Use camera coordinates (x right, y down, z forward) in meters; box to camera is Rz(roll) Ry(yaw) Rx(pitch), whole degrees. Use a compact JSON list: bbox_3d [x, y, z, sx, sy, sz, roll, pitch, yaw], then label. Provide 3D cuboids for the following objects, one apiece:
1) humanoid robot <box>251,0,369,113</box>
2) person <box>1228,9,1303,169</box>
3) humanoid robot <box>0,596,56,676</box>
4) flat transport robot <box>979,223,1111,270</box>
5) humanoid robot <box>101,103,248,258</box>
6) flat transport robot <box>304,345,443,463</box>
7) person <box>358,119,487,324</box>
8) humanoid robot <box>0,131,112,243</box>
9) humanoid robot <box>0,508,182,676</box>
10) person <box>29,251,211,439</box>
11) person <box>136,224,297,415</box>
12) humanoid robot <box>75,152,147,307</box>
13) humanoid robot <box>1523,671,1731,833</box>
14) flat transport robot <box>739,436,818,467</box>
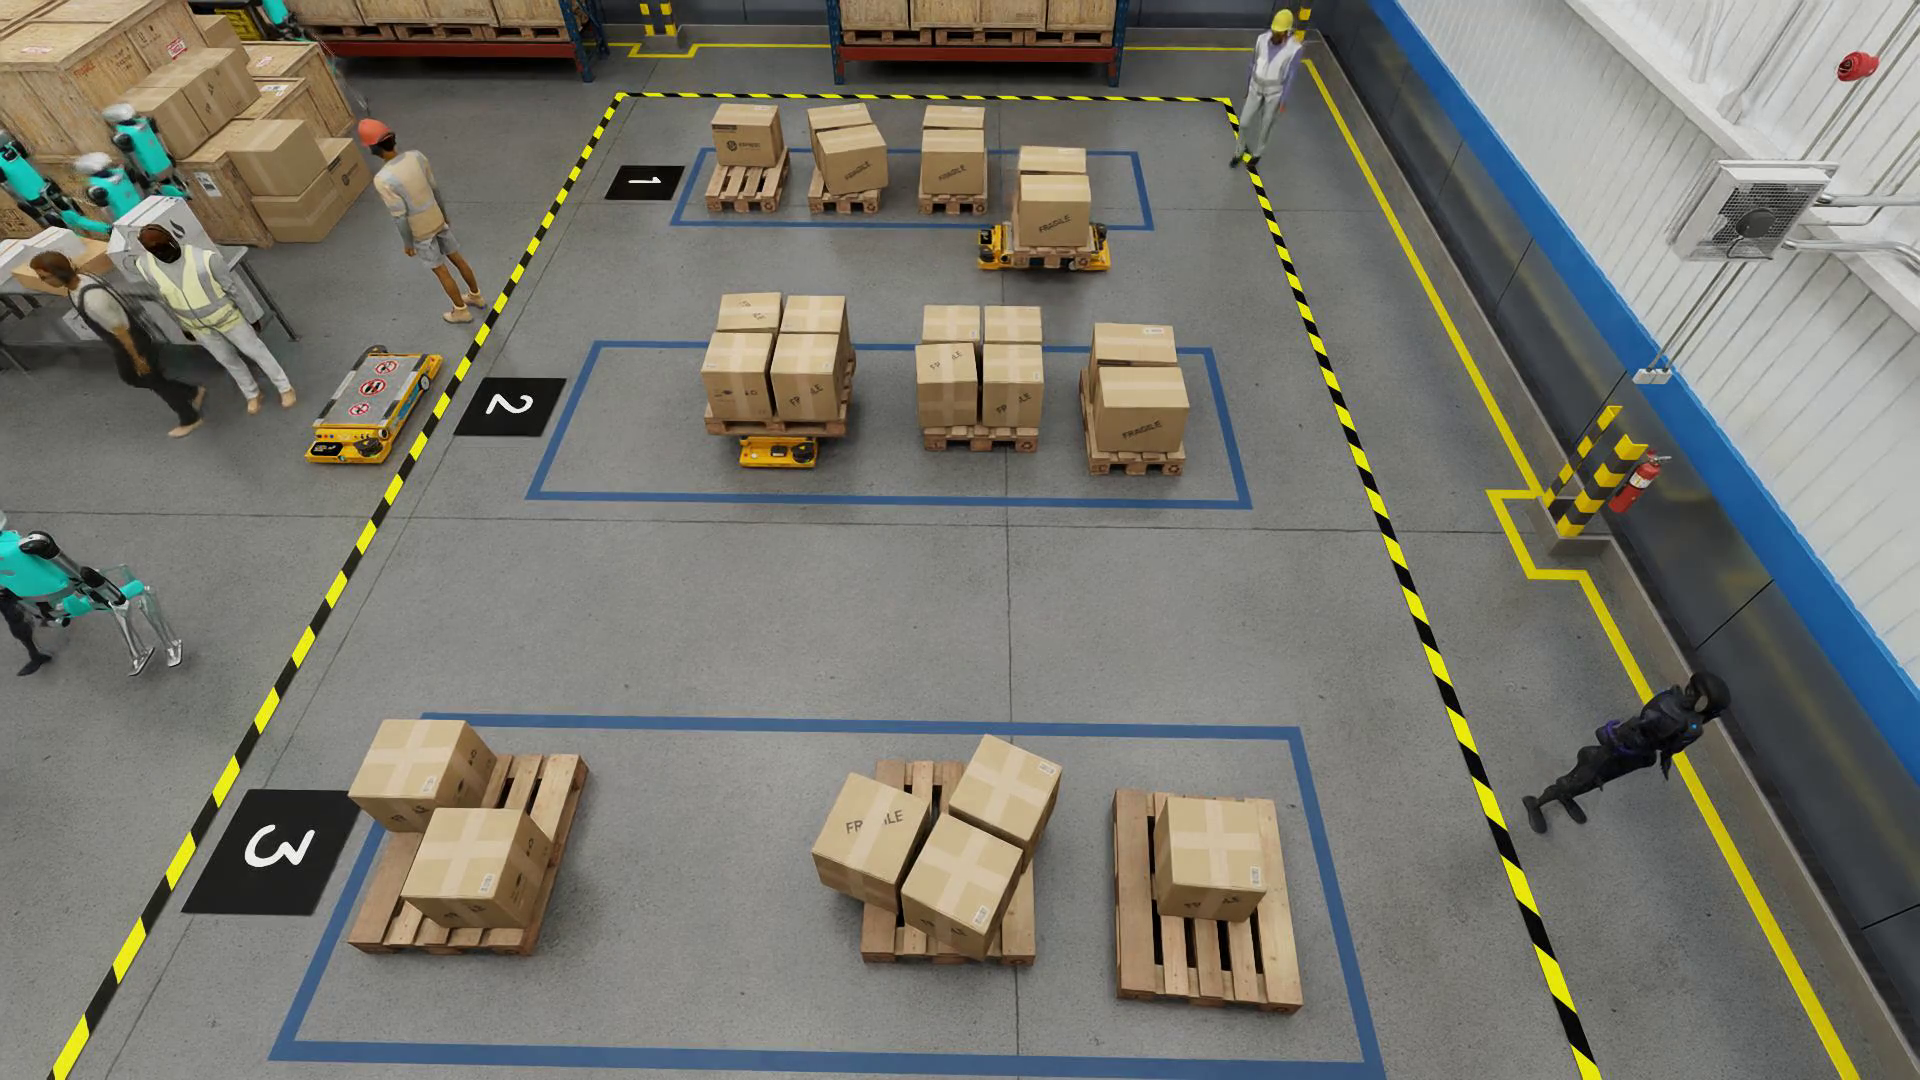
[{"bbox_3d":[-8.307,-6.394,11.841,0.889,1.808,0.546,0,50,0],"label":"humanoid robot"},{"bbox_3d":[3.590,-5.249,10.794,0.596,1.808,0.624,26,55,20],"label":"person"},{"bbox_3d":[-6.861,0.243,6.265,0.615,1.616,0.784,-6,50,-5],"label":"humanoid robot"},{"bbox_3d":[0.925,-3.248,10.097,1.431,0.197,0.652,1,50,1],"label":"flat transport robot"},{"bbox_3d":[-8.370,-3.593,9.476,1.011,1.769,0.544,0,50,0],"label":"humanoid robot"},{"bbox_3d":[-5.383,-1.269,8.441,0.659,0.231,1.431,1,50,1],"label":"flat transport robot"},{"bbox_3d":[-5.127,-2.998,8.750,0.386,2.034,0.604,13,51,11],"label":"person"},{"bbox_3d":[-8.771,-3.183,9.093,0.909,1.758,0.543,-7,50,-6],"label":"humanoid robot"},{"bbox_3d":[-5.834,0.260,6.100,0.533,1.672,0.735,-11,51,-9],"label":"humanoid robot"},{"bbox_3d":[-7.024,-1.627,7.719,0.535,1.833,0.436,34,58,25],"label":"person"},{"bbox_3d":[-6.443,-1.899,7.953,0.630,1.834,0.429,-12,51,-10],"label":"person"},{"bbox_3d":[-8.089,-2.848,8.842,0.982,1.770,0.543,1,50,0],"label":"humanoid robot"},{"bbox_3d":[3.920,1.256,5.371,0.599,1.657,0.315,-7,50,-6],"label":"humanoid robot"},{"bbox_3d":[-1.582,-1.235,8.394,0.652,0.197,1.431,1,50,1],"label":"flat transport robot"}]
